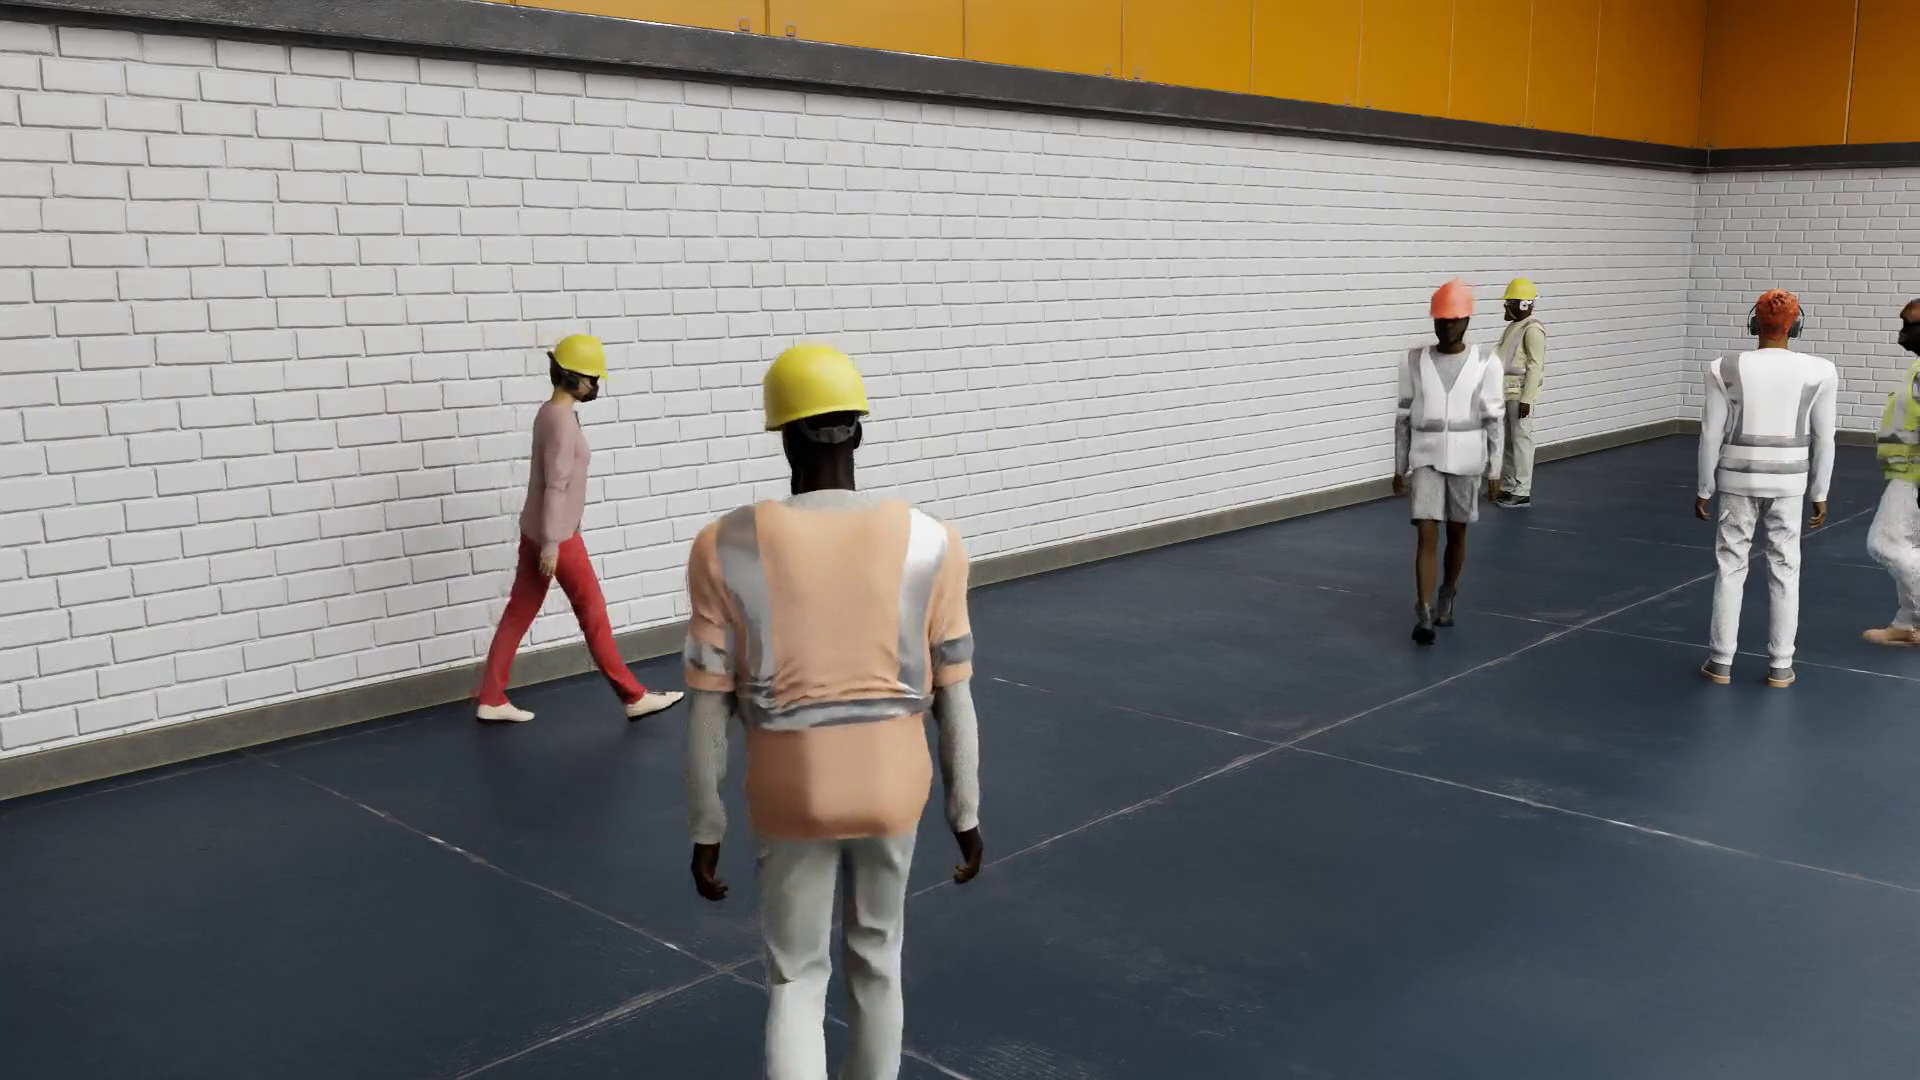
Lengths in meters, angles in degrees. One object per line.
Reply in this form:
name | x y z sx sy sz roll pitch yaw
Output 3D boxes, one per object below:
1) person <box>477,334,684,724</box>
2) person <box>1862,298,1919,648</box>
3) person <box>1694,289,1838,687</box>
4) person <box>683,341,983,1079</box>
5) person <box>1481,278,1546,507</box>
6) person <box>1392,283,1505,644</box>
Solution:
person | -1.679 -0.026 7.168 0.918 1.703 0.607 -4 11 -20
person | 4.928 -0.327 8.549 0.442 1.825 0.653 6 12 31
person | 3.802 -0.236 7.884 0.584 1.878 0.344 4 11 19
person | -0.245 0.544 3.429 0.627 1.893 0.778 -2 10 -12
person | 4.470 -1.182 13.391 0.404 1.837 0.592 0 10 -2
person | 2.585 -0.407 8.830 0.565 1.882 0.975 3 10 17
